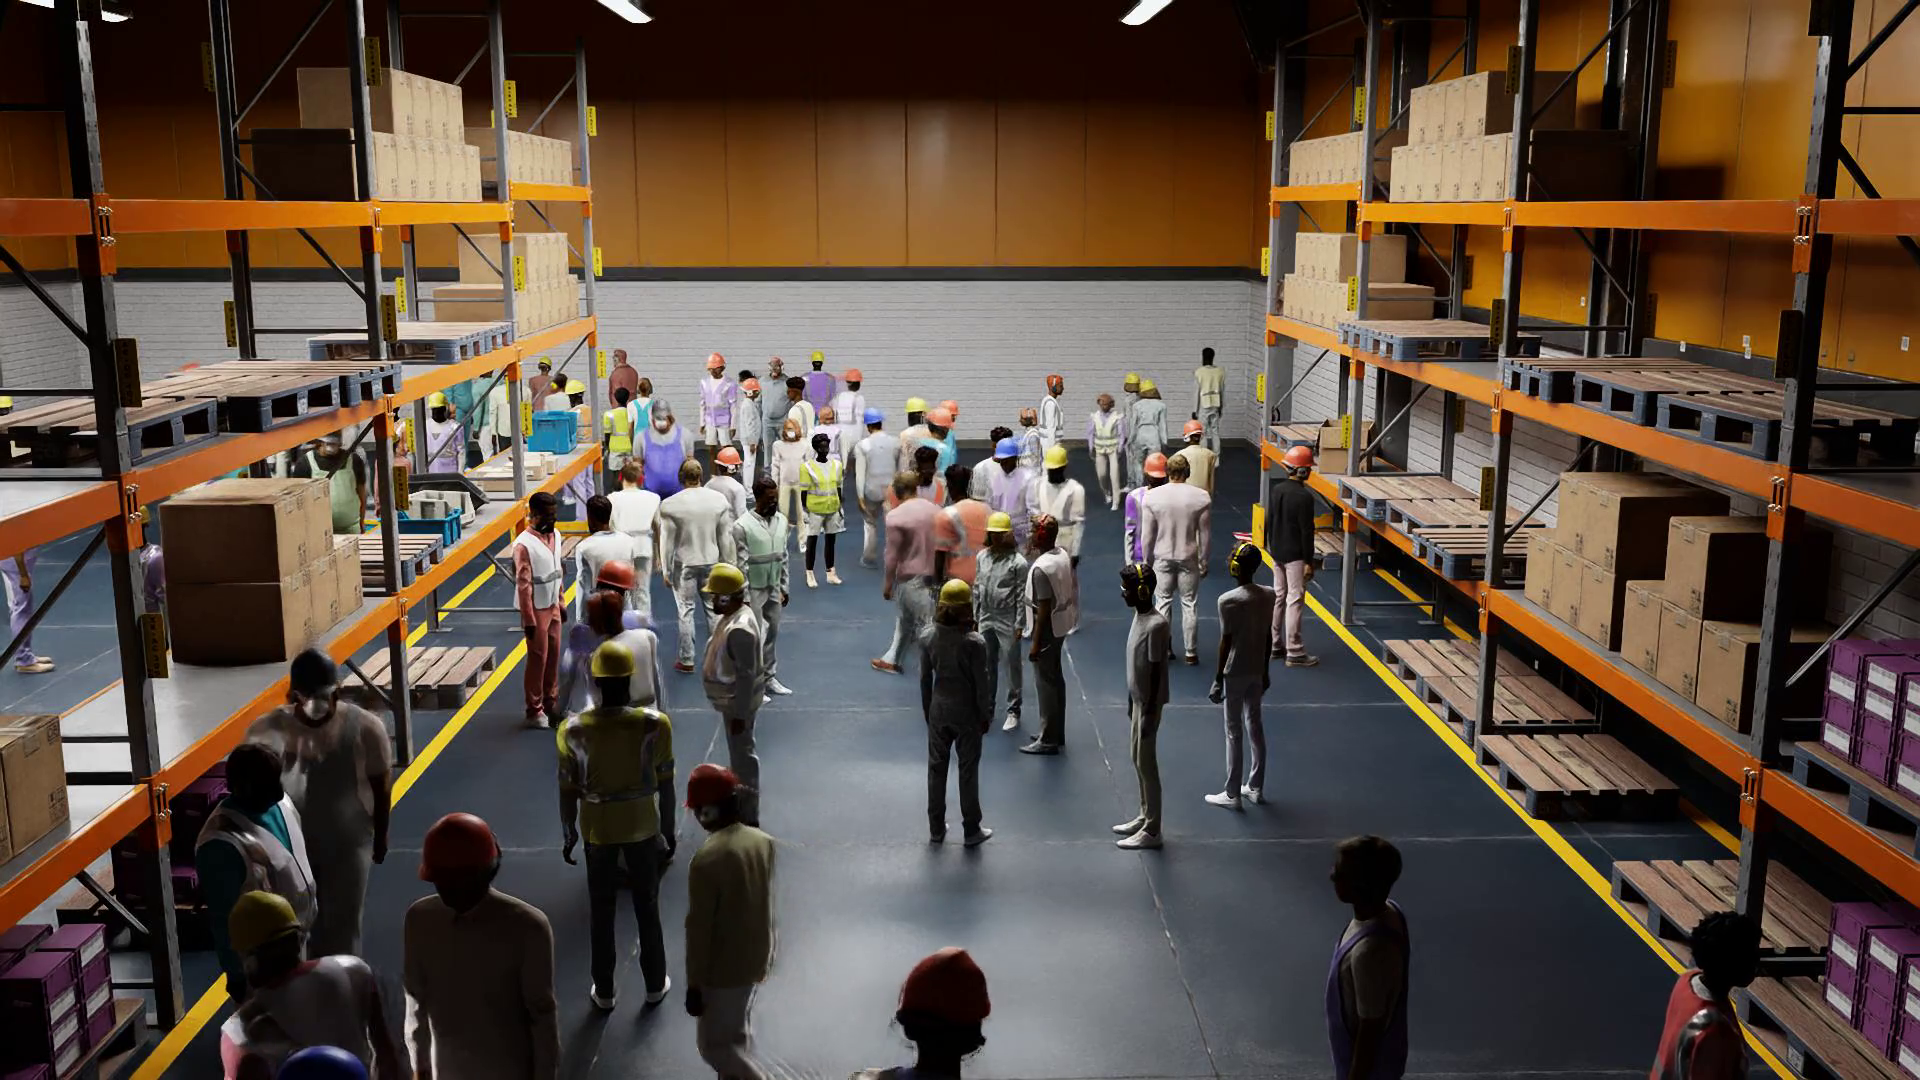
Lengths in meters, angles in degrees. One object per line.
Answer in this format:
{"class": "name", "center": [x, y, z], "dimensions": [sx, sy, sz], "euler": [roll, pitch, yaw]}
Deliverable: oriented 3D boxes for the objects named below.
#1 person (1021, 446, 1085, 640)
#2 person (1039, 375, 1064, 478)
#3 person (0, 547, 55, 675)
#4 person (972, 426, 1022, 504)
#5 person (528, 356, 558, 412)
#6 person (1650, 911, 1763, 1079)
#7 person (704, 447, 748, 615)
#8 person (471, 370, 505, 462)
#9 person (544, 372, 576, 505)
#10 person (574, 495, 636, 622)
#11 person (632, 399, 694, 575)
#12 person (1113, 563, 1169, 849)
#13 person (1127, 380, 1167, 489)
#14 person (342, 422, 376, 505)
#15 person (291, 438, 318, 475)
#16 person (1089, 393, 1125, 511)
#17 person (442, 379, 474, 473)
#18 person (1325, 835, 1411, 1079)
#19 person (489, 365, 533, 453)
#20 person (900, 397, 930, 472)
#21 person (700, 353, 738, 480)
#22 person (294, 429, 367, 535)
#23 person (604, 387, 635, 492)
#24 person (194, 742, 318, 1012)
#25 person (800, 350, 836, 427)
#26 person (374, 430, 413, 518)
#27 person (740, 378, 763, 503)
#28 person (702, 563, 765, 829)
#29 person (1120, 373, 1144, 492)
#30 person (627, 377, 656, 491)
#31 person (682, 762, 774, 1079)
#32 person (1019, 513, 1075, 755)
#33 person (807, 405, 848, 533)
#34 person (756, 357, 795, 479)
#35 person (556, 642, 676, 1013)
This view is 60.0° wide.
{"class": "person", "center": [0.878, 0.046, 15.794], "dimensions": [0.609, 1.876, 0.947], "euler": [8, 14, 35]}
{"class": "person", "center": [1.239, -1.312, 22.641], "dimensions": [0.350, 1.878, 0.567], "euler": [0, 11, 0]}
{"class": "person", "center": [-8.330, 0.270, 14.778], "dimensions": [0.336, 1.842, 0.508], "euler": [-6, 13, -29]}
{"class": "person", "center": [0.391, -0.186, 16.795], "dimensions": [0.602, 1.956, 0.381], "euler": [-9, 14, -37]}
{"class": "person", "center": [-6.662, -2.076, 26.776], "dimensions": [0.532, 1.754, 0.340], "euler": [-1, 11, -4]}
{"class": "person", "center": [2.619, 2.115, 5.940], "dimensions": [0.322, 1.685, 0.547], "euler": [3, 12, 13]}
{"class": "person", "center": [-2.301, -0.059, 16.649], "dimensions": [0.563, 1.752, 0.327], "euler": [10, 15, 40]}
{"class": "person", "center": [-6.842, -1.659, 24.209], "dimensions": [0.365, 1.940, 0.636], "euler": [7, 13, 30]}
{"class": "person", "center": [-5.478, -1.421, 23.267], "dimensions": [0.613, 1.842, 0.536], "euler": [0, 11, -1]}
{"class": "person", "center": [-2.759, 0.595, 12.999], "dimensions": [0.409, 1.907, 0.598], "euler": [7, 13, 31]}
{"class": "person", "center": [-3.368, -0.650, 18.892], "dimensions": [0.692, 2.000, 1.041], "euler": [-1, 11, -6]}
{"class": "person", "center": [1.172, 1.066, 10.768], "dimensions": [0.351, 1.856, 0.522], "euler": [-1, 11, -7]}
{"class": "person", "center": [2.656, -1.393, 23.437], "dimensions": [0.598, 1.705, 0.525], "euler": [2, 11, 10]}
{"class": "person", "center": [-8.421, -1.330, 23.102], "dimensions": [0.581, 1.714, 0.506], "euler": [-10, 15, -40]}
{"class": "person", "center": [-8.453, -0.995, 21.505], "dimensions": [0.320, 1.694, 0.529], "euler": [4, 12, 17]}
{"class": "person", "center": [2.062, -1.238, 22.887], "dimensions": [0.542, 1.615, 0.589], "euler": [6, 13, 28]}
{"class": "person", "center": [-7.686, -1.925, 25.621], "dimensions": [0.401, 1.910, 0.640], "euler": [3, 12, 14]}
{"class": "person", "center": [1.490, 1.975, 6.221], "dimensions": [0.345, 1.847, 0.507], "euler": [4, 12, 19]}
{"class": "person", "center": [-6.277, -1.515, 23.344], "dimensions": [0.625, 1.992, 0.389], "euler": [-6, 13, -27]}
{"class": "person", "center": [-0.514, -0.730, 19.623], "dimensions": [0.593, 1.906, 0.438], "euler": [-9, 15, -39]}
{"class": "person", "center": [-3.530, -1.715, 24.255], "dimensions": [0.610, 2.034, 0.417], "euler": [5, 12, 24]}
{"class": "person", "center": [-6.304, -0.227, 16.768], "dimensions": [0.686, 2.000, 0.535], "euler": [-6, 13, -29]}
{"class": "person", "center": [-4.581, -1.236, 22.696], "dimensions": [0.540, 1.695, 0.317], "euler": [-3, 12, -14]}
{"class": "person", "center": [-3.049, 1.766, 7.312], "dimensions": [0.429, 1.833, 0.633], "euler": [1, 11, 4]}
{"class": "person", "center": [-2.221, -1.987, 25.918], "dimensions": [0.587, 1.921, 0.388], "euler": [-3, 12, -13]}
{"class": "person", "center": [-6.165, -0.350, 18.088], "dimensions": [0.522, 1.765, 0.317], "euler": [5, 13, 26]}
{"class": "person", "center": [-2.923, -1.403, 23.388], "dimensions": [0.328, 1.753, 0.560], "euler": [-2, 11, -9]}
{"class": "person", "center": [-1.484, 1.047, 10.913], "dimensions": [0.404, 1.829, 0.591], "euler": [-2, 12, -12]}
{"class": "person", "center": [2.501, -1.563, 24.217], "dimensions": [0.295, 1.743, 0.492], "euler": [7, 13, 32]}
{"class": "person", "center": [-4.237, -1.283, 22.556], "dimensions": [0.507, 1.847, 0.345], "euler": [1, 11, 5]}
{"class": "person", "center": [-0.953, 1.838, 7.248], "dimensions": [0.626, 1.712, 0.612], "euler": [5, 12, 25]}
{"class": "person", "center": [0.671, 0.706, 12.579], "dimensions": [0.377, 1.844, 0.570], "euler": [4, 12, 18]}
{"class": "person", "center": [-1.678, -0.891, 21.106], "dimensions": [0.513, 1.641, 0.309], "euler": [0, 11, 0]}
{"class": "person", "center": [-2.748, -1.780, 24.886], "dimensions": [0.641, 1.912, 0.407], "euler": [2, 11, 8]}
{"class": "person", "center": [-1.756, 1.470, 8.554], "dimensions": [0.591, 1.923, 0.381], "euler": [-3, 12, -12]}
